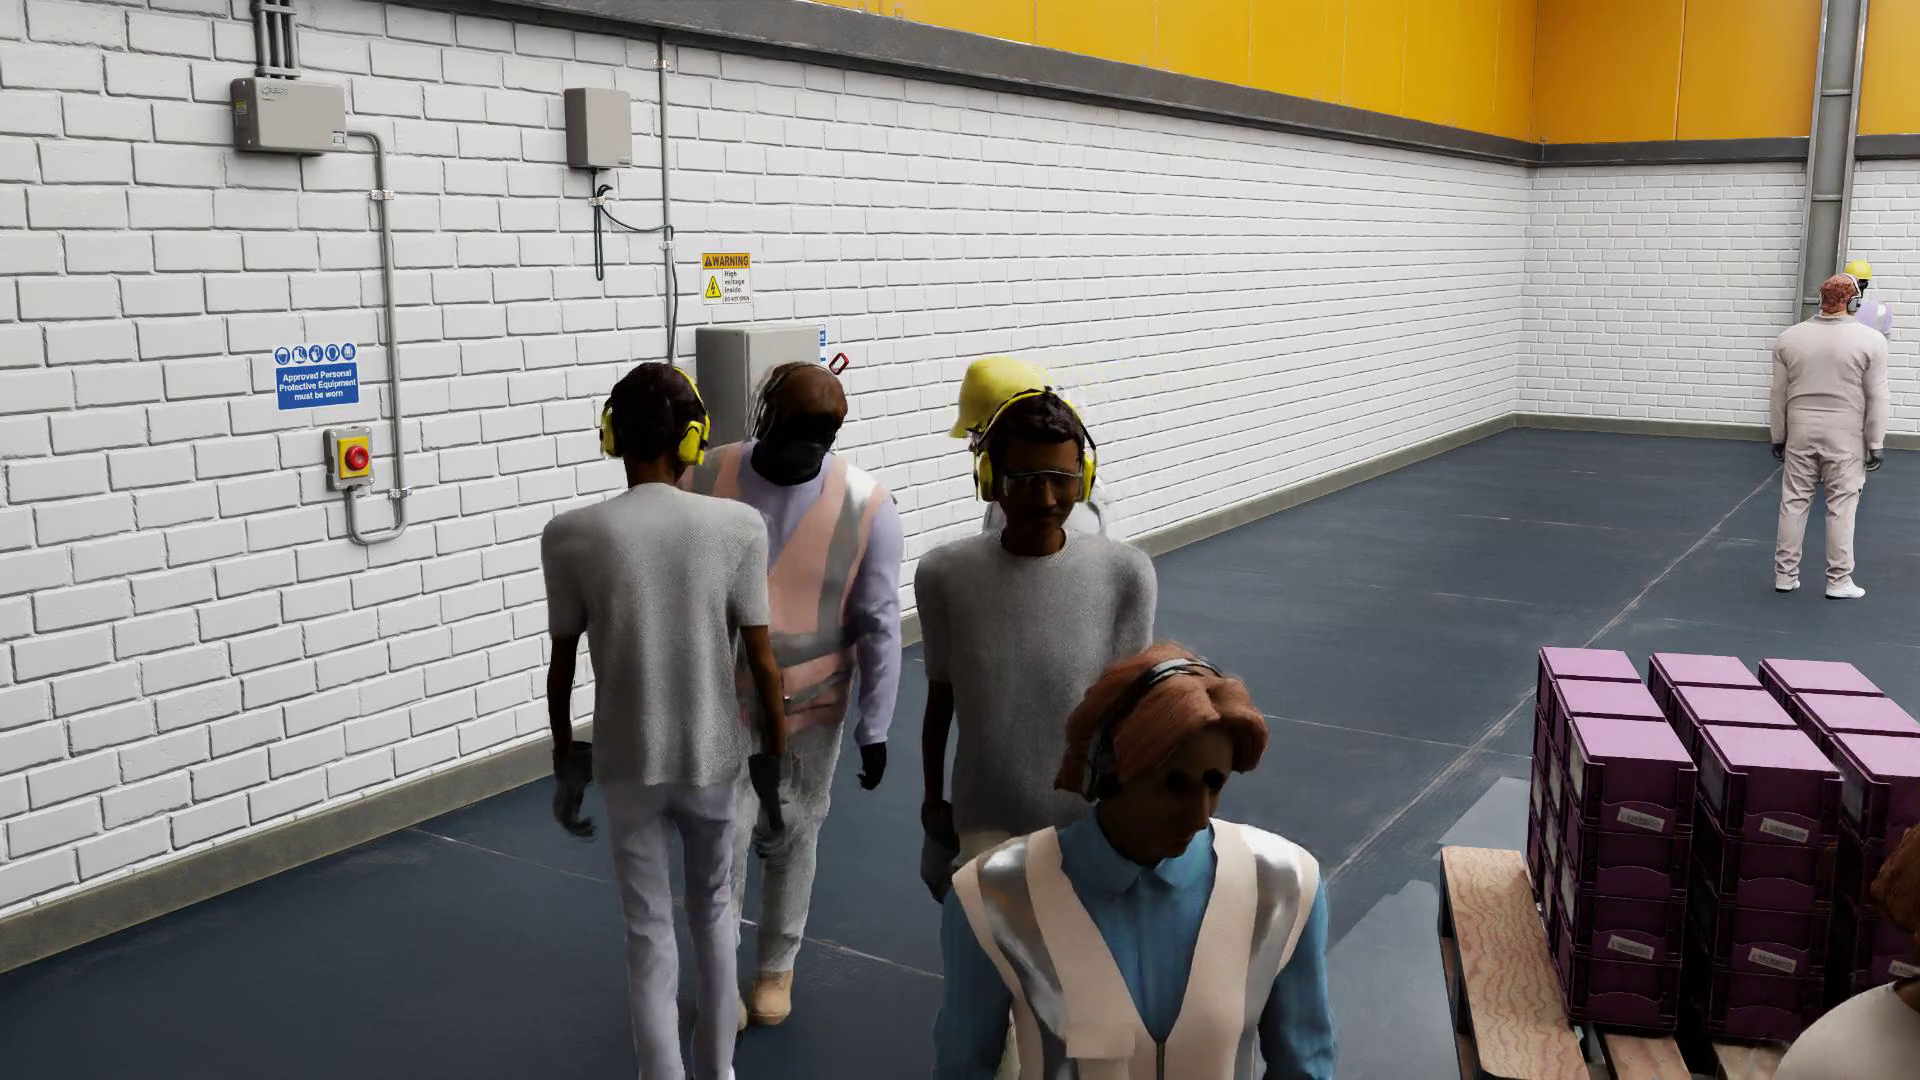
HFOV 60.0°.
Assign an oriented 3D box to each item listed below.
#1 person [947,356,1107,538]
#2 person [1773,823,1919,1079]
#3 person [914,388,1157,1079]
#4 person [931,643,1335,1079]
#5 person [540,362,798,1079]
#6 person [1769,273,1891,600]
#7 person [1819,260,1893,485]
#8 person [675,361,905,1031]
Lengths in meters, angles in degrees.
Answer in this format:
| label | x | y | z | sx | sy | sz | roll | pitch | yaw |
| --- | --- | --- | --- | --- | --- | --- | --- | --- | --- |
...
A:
| label | x | y | z | sx | sy | sz | roll | pitch | yaw |
| --- | --- | --- | --- | --- | --- | --- | --- | --- | --- |
| person | 0.262 | 0.401 | 4.536 | 0.604 | 1.799 | 0.627 | -2 | 10 | -11 |
| person | 1.012 | 0.989 | 1.750 | 0.526 | 1.616 | 0.430 | -3 | 11 | -14 |
| person | 0.171 | 0.571 | 3.538 | 0.527 | 1.829 | 0.897 | 0 | 10 | -1 |
| person | 0.207 | 0.897 | 2.260 | 0.544 | 1.615 | 0.594 | -2 | 10 | -9 |
| person | -0.664 | 0.518 | 3.779 | 0.517 | 1.829 | 0.778 | -3 | 11 | -15 |
| person | 5.116 | -0.606 | 9.796 | 0.409 | 1.907 | 0.651 | -9 | 14 | -42 |
| person | 7.637 | -1.427 | 14.286 | 0.585 | 1.928 | 0.368 | 2 | 10 | 10 |
| person | -0.474 | 0.429 | 4.368 | 0.663 | 1.800 | 0.500 | 0 | 10 | 1 |
